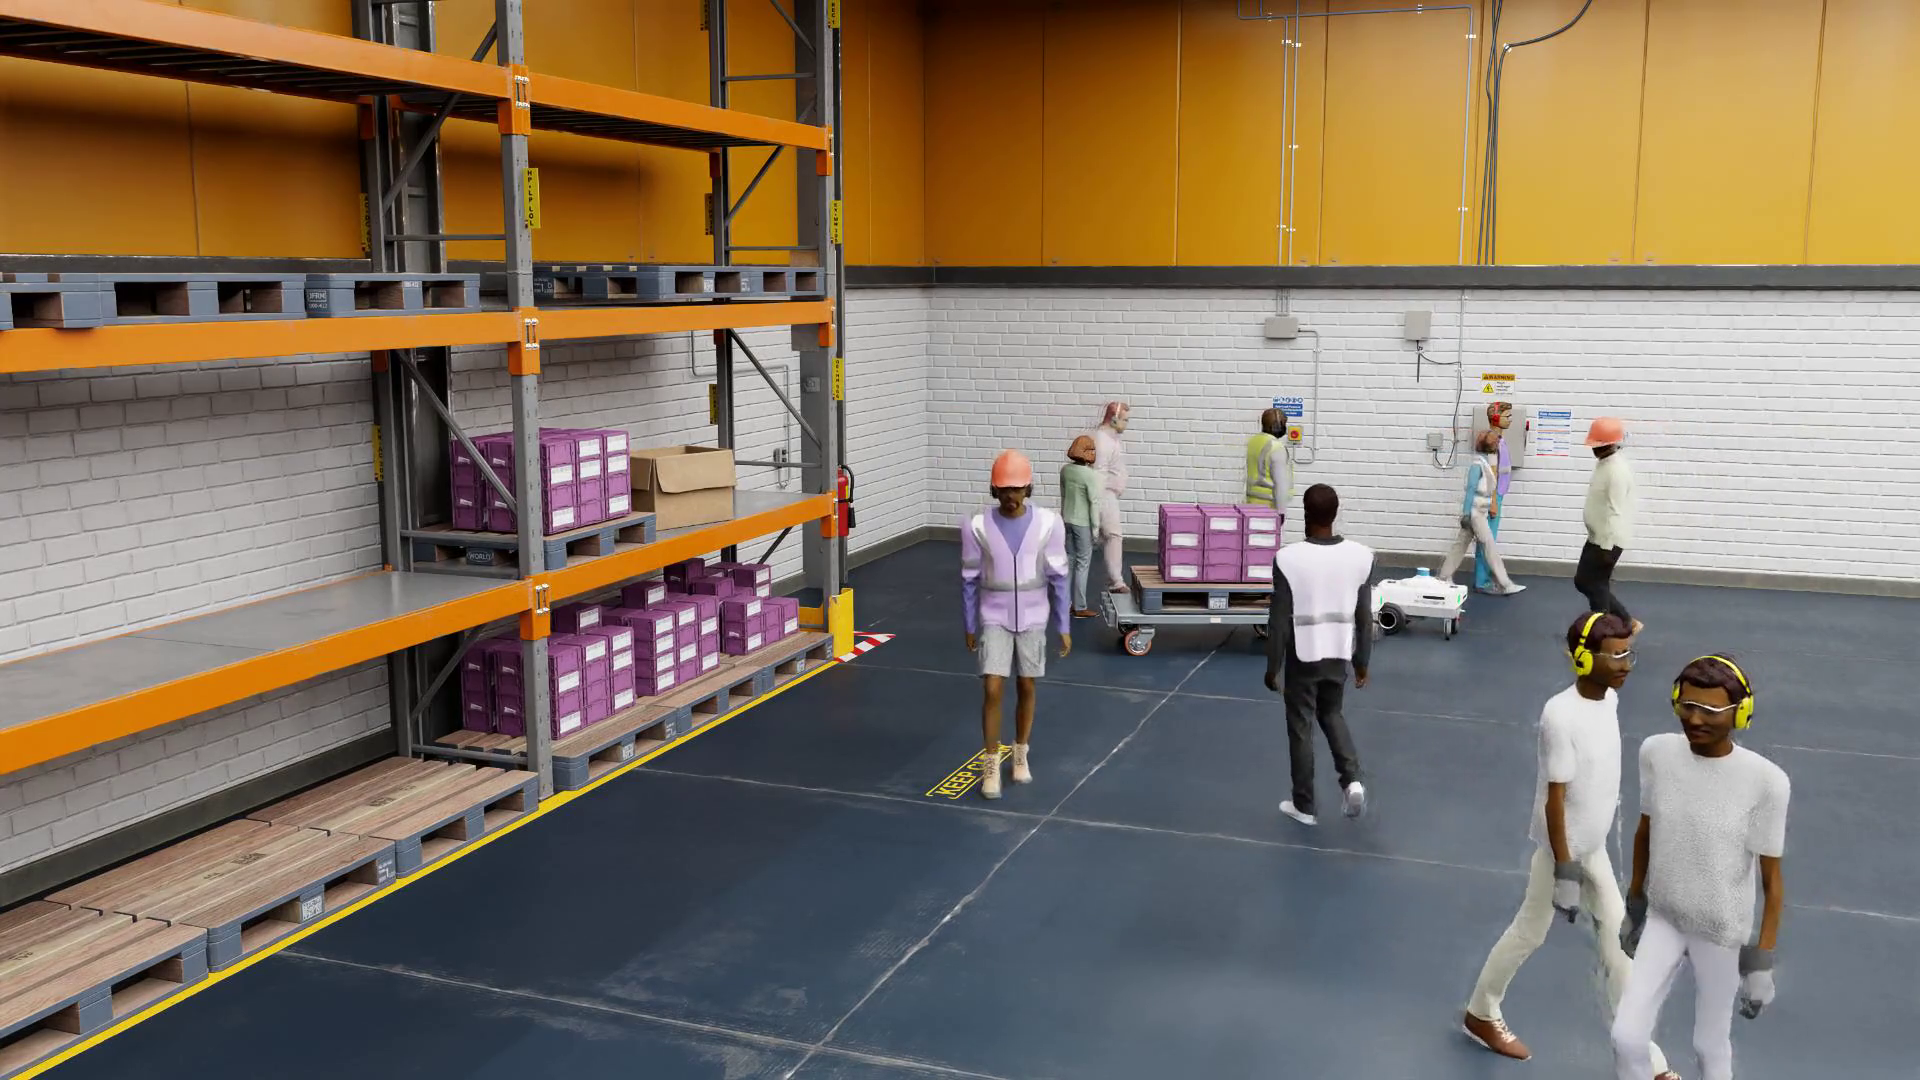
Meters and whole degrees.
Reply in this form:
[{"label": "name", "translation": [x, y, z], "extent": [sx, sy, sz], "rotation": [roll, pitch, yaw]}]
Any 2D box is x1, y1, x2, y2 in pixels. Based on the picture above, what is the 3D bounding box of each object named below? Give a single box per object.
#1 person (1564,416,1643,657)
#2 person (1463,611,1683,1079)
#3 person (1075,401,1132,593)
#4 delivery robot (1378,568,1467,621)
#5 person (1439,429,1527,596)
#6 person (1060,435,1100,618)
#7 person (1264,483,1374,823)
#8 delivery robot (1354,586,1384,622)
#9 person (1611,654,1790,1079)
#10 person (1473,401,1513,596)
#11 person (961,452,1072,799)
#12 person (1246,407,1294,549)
[{"label": "person", "translation": [5.087, -0.005, 13.046], "extent": [0.528, 1.949, 0.677], "rotation": [1, 9, 8]}, {"label": "person", "translation": [2.311, 1.155, 6.181], "extent": [0.538, 1.814, 1.001], "rotation": [-8, 12, -41]}, {"label": "person", "translation": [1.267, -0.384, 15.686], "extent": [0.838, 1.865, 0.694], "rotation": [1, 9, 5]}, {"label": "delivery robot", "translation": [3.911, 0.479, 14.068], "extent": [0.707, 0.478, 0.477], "rotation": [4, 10, 25]}, {"label": "person", "translation": [4.952, -0.259, 15.734], "extent": [0.865, 1.578, 0.618], "rotation": [5, 10, 28]}, {"label": "person", "translation": [1.065, -0.122, 14.787], "extent": [0.280, 1.624, 0.494], "rotation": [-7, 11, -37]}, {"label": "person", "translation": [1.972, 0.643, 9.124], "extent": [0.593, 1.906, 0.486], "rotation": [-3, 9, -18]}, {"label": "delivery robot", "translation": [3.173, 0.505, 13.900], "extent": [0.707, 0.478, 0.477], "rotation": [1, 9, 6]}, {"label": "person", "translation": [2.314, 1.275, 5.303], "extent": [0.635, 1.846, 0.577], "rotation": [-8, 12, -40]}, {"label": "person", "translation": [5.056, -0.402, 15.850], "extent": [0.377, 1.844, 0.570], "rotation": [3, 9, 17]}, {"label": "person", "translation": [0.329, 0.498, 9.690], "extent": [0.634, 2.013, 0.815], "rotation": [0, 9, -3]}, {"label": "person", "translation": [2.785, -0.317, 15.381], "extent": [0.712, 1.822, 0.634], "rotation": [-2, 9, -12]}]
